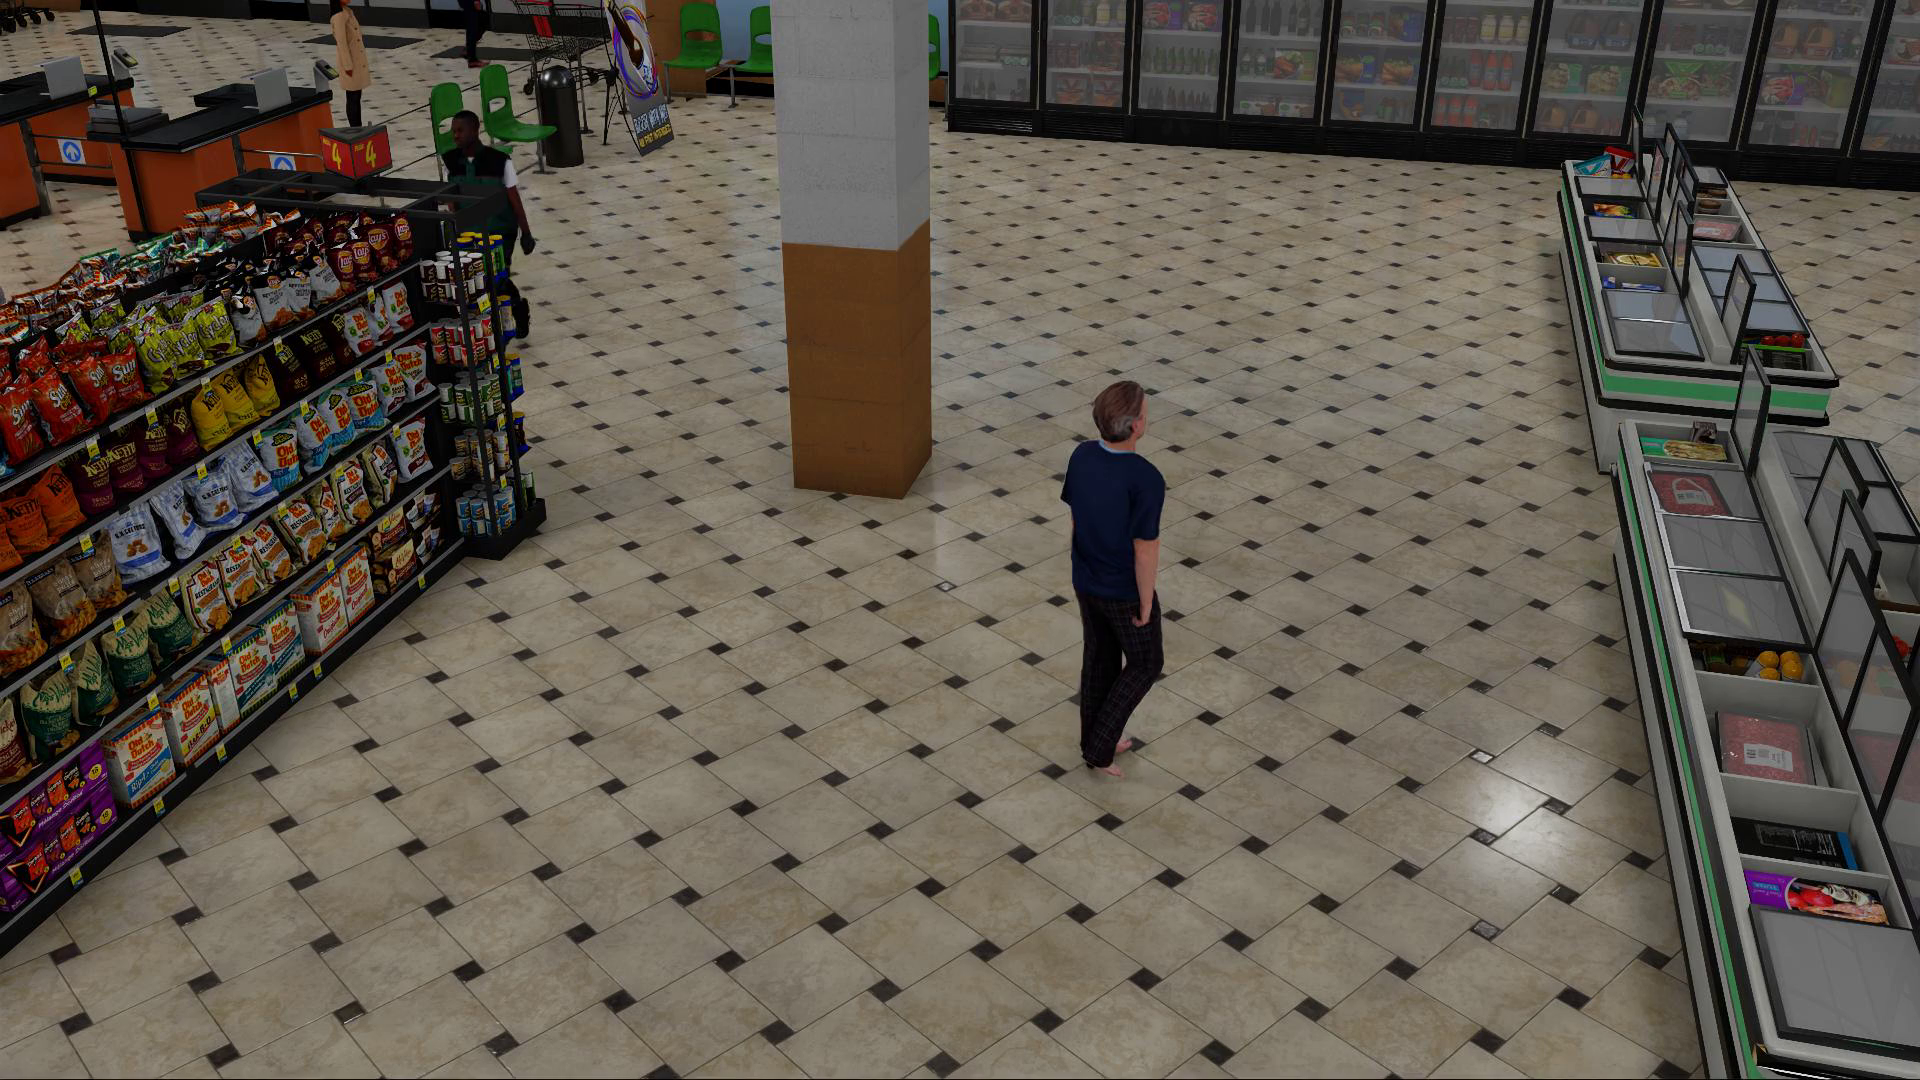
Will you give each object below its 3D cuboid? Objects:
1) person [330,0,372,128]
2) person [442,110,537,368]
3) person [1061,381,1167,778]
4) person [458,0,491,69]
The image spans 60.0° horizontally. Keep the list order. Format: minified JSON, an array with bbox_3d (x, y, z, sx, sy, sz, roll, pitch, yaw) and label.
[{"bbox_3d":[-6.507,-5.073,17.740,0.759,1.682,0.582,-2,27,-4],"label":"person"},{"bbox_3d":[-3.325,-2.191,11.938,0.712,1.790,1.198,5,27,10],"label":"person"},{"bbox_3d":[0.593,0.231,7.085,0.816,1.860,0.864,22,34,36],"label":"person"},{"bbox_3d":[-6.392,-6.927,21.360,0.831,1.714,0.746,-8,28,-15],"label":"person"}]
